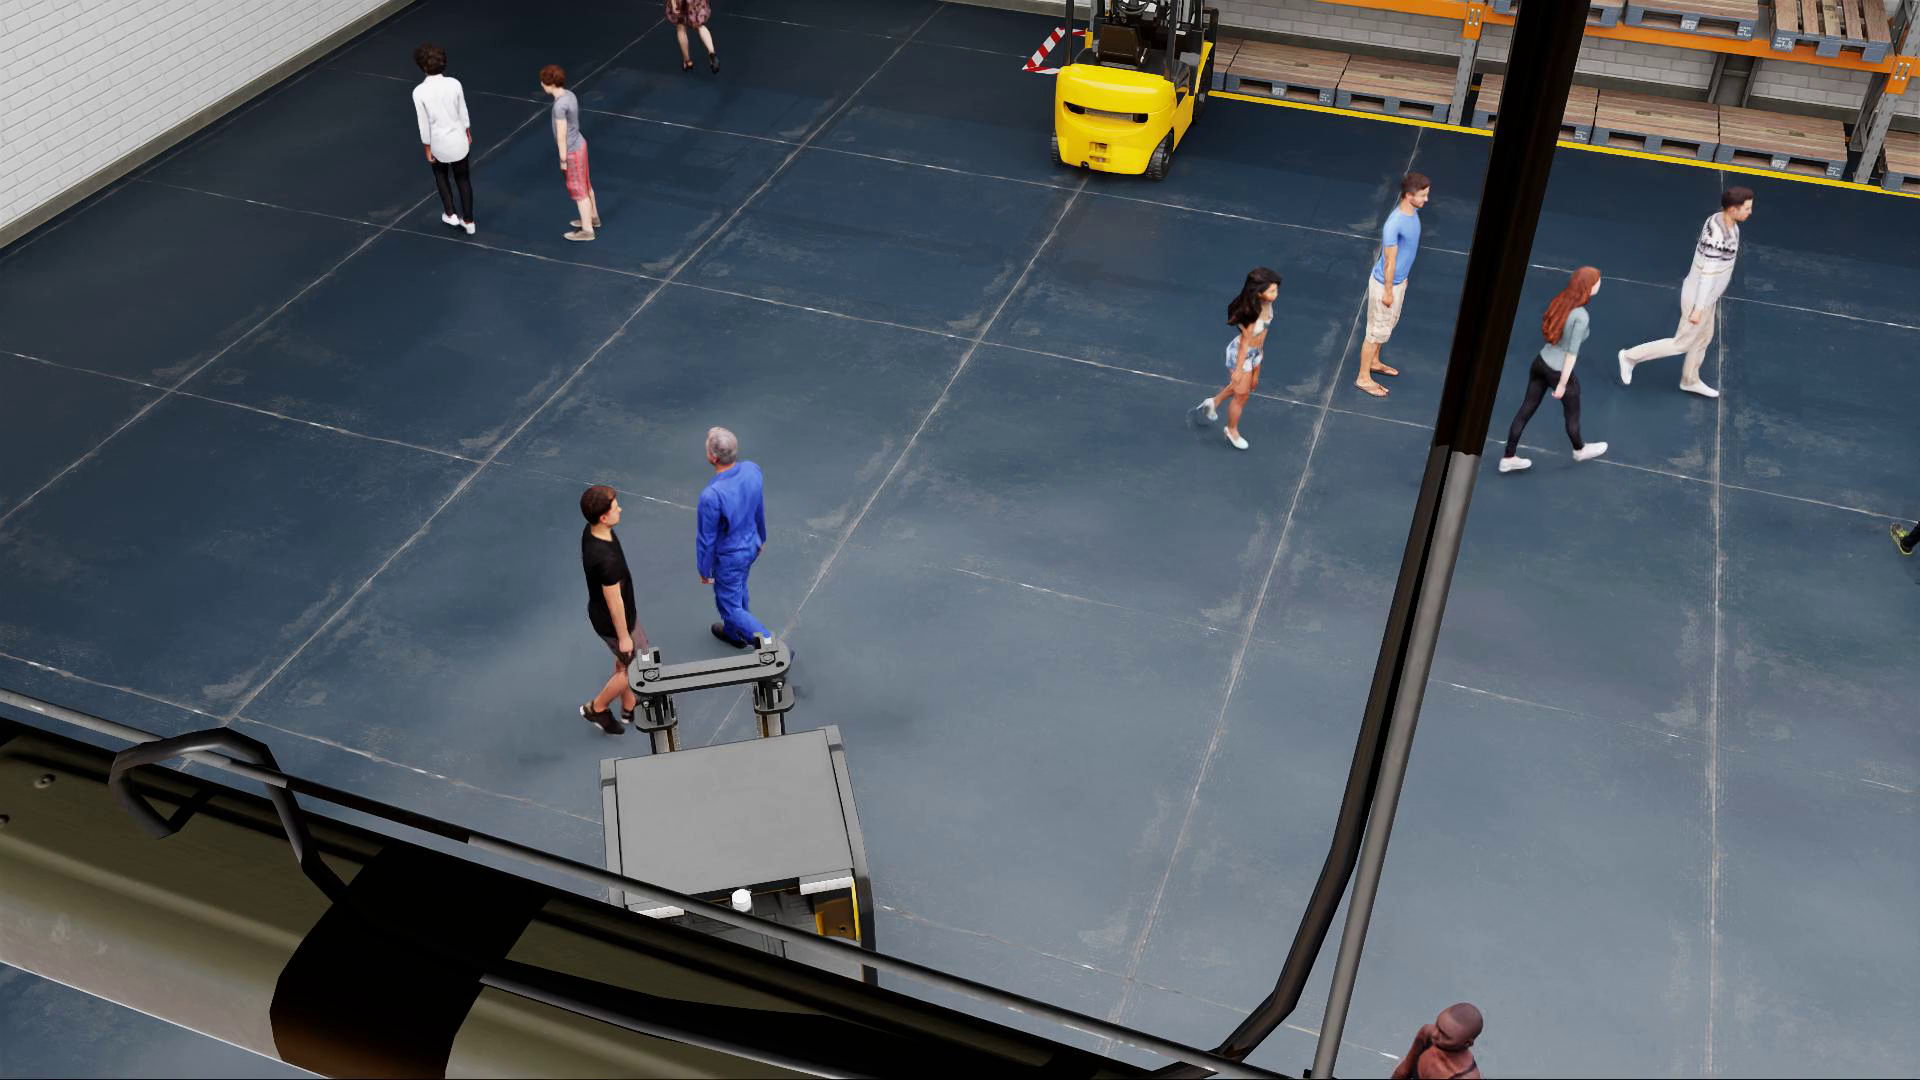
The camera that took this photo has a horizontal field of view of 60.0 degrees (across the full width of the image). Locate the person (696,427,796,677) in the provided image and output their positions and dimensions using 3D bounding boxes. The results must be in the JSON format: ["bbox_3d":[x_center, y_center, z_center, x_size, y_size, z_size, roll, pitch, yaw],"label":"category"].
[{"bbox_3d":[-1.374,0.117,10.583,1.147,1.801,0.903,23,44,26],"label":"person"}]

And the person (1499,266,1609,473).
[{"bbox_3d":[4.325,-1.221,12.334,1.149,1.707,0.968,-7,39,-9],"label":"person"}]

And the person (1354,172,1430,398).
[{"bbox_3d":[3.433,-2.078,13.280,0.610,1.865,0.680,19,42,22],"label":"person"}]

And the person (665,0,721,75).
[{"bbox_3d":[-2.916,-5.836,18.072,0.983,1.757,1.126,-24,45,-27],"label":"person"}]

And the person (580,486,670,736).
[{"bbox_3d":[-2.173,0.469,10.103,0.972,1.850,0.907,-12,40,-15],"label":"person"}]

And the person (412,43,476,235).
[{"bbox_3d":[-4.679,-3.645,15.298,0.772,1.795,0.826,-18,42,-21],"label":"person"}]

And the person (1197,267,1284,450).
[{"bbox_3d":[2.120,-1.391,12.631,0.820,1.601,0.651,17,42,20],"label":"person"}]

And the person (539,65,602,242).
[{"bbox_3d":[-3.560,-3.577,15.334,0.657,1.644,0.653,-1,39,-2],"label":"person"}]

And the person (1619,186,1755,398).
[{"bbox_3d":[5.775,-1.966,13.168,1.076,1.829,0.751,17,42,20],"label":"person"}]
